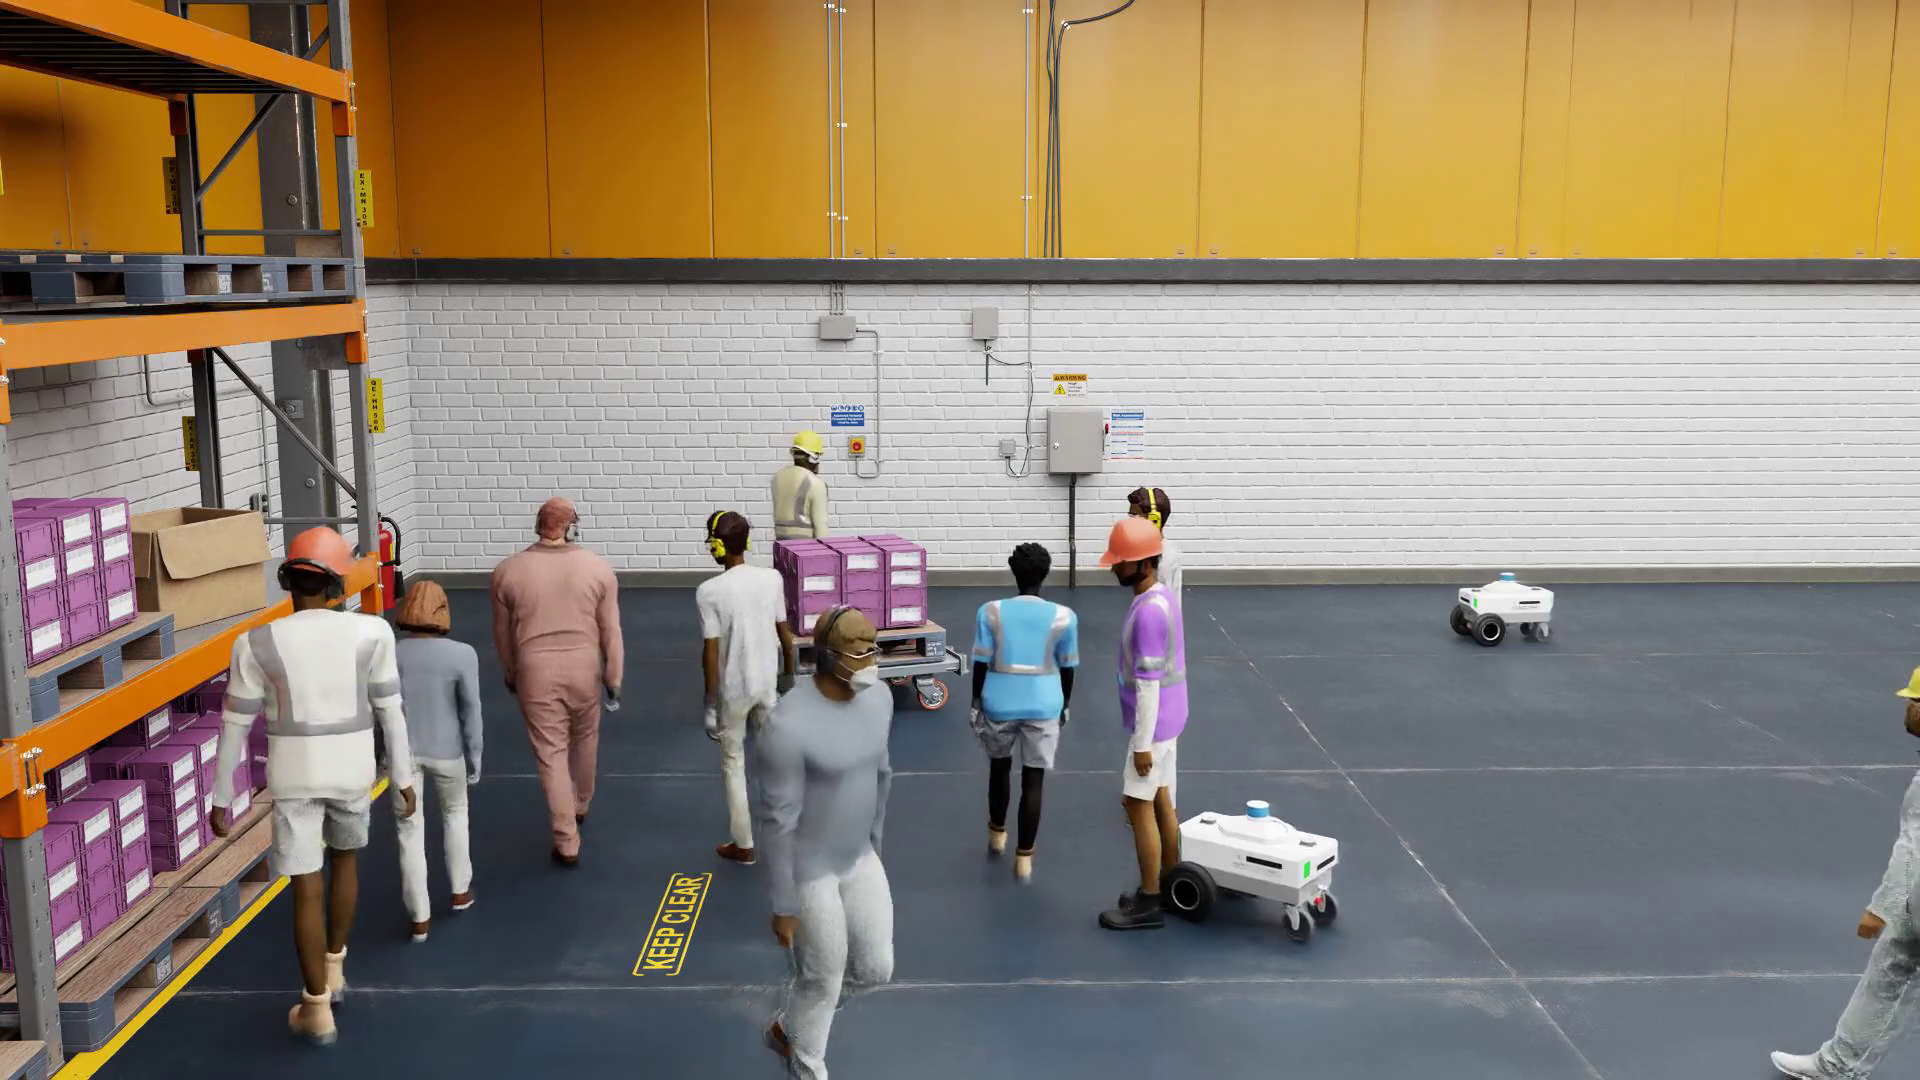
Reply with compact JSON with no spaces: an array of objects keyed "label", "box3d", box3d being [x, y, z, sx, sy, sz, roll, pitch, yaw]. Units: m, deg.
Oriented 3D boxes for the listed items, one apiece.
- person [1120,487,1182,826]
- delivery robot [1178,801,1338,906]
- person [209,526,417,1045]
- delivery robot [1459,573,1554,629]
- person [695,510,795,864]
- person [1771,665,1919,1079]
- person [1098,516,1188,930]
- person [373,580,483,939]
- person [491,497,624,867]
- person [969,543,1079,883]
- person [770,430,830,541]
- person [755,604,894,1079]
[{"label":"person","box3d":[1.052,0.632,9.112,0.317,1.860,0.509,0,9,0]},{"label":"delivery robot","box3d":[1.382,1.457,7.734,0.707,0.478,0.477,7,12,37]},{"label":"person","box3d":[-2.603,0.955,6.657,0.776,2.002,0.729,-5,11,-30]},{"label":"delivery robot","box3d":[4.451,0.510,13.557,0.707,0.478,0.477,-1,9,-7]},{"label":"person","box3d":[-1.005,0.776,8.281,0.556,1.846,0.712,-7,12,-37]},{"label":"person","box3d":[3.392,1.249,5.810,0.900,1.691,0.502,8,12,39]},{"label":"person","box3d":[0.844,0.836,7.673,0.402,1.925,0.557,2,9,12]},{"label":"person","box3d":[-2.464,0.985,7.690,0.514,1.606,0.635,-2,10,-14]},{"label":"person","box3d":[-2.114,0.697,8.724,0.647,1.849,0.978,-3,10,-20]},{"label":"person","box3d":[0.331,0.839,8.411,0.537,1.663,0.699,1,9,6]},{"label":"person","box3d":[-1.224,0.064,12.777,0.599,1.814,0.478,9,13,44]},{"label":"person","box3d":[-0.475,1.146,5.782,0.519,1.916,0.680,6,11,34]}]
